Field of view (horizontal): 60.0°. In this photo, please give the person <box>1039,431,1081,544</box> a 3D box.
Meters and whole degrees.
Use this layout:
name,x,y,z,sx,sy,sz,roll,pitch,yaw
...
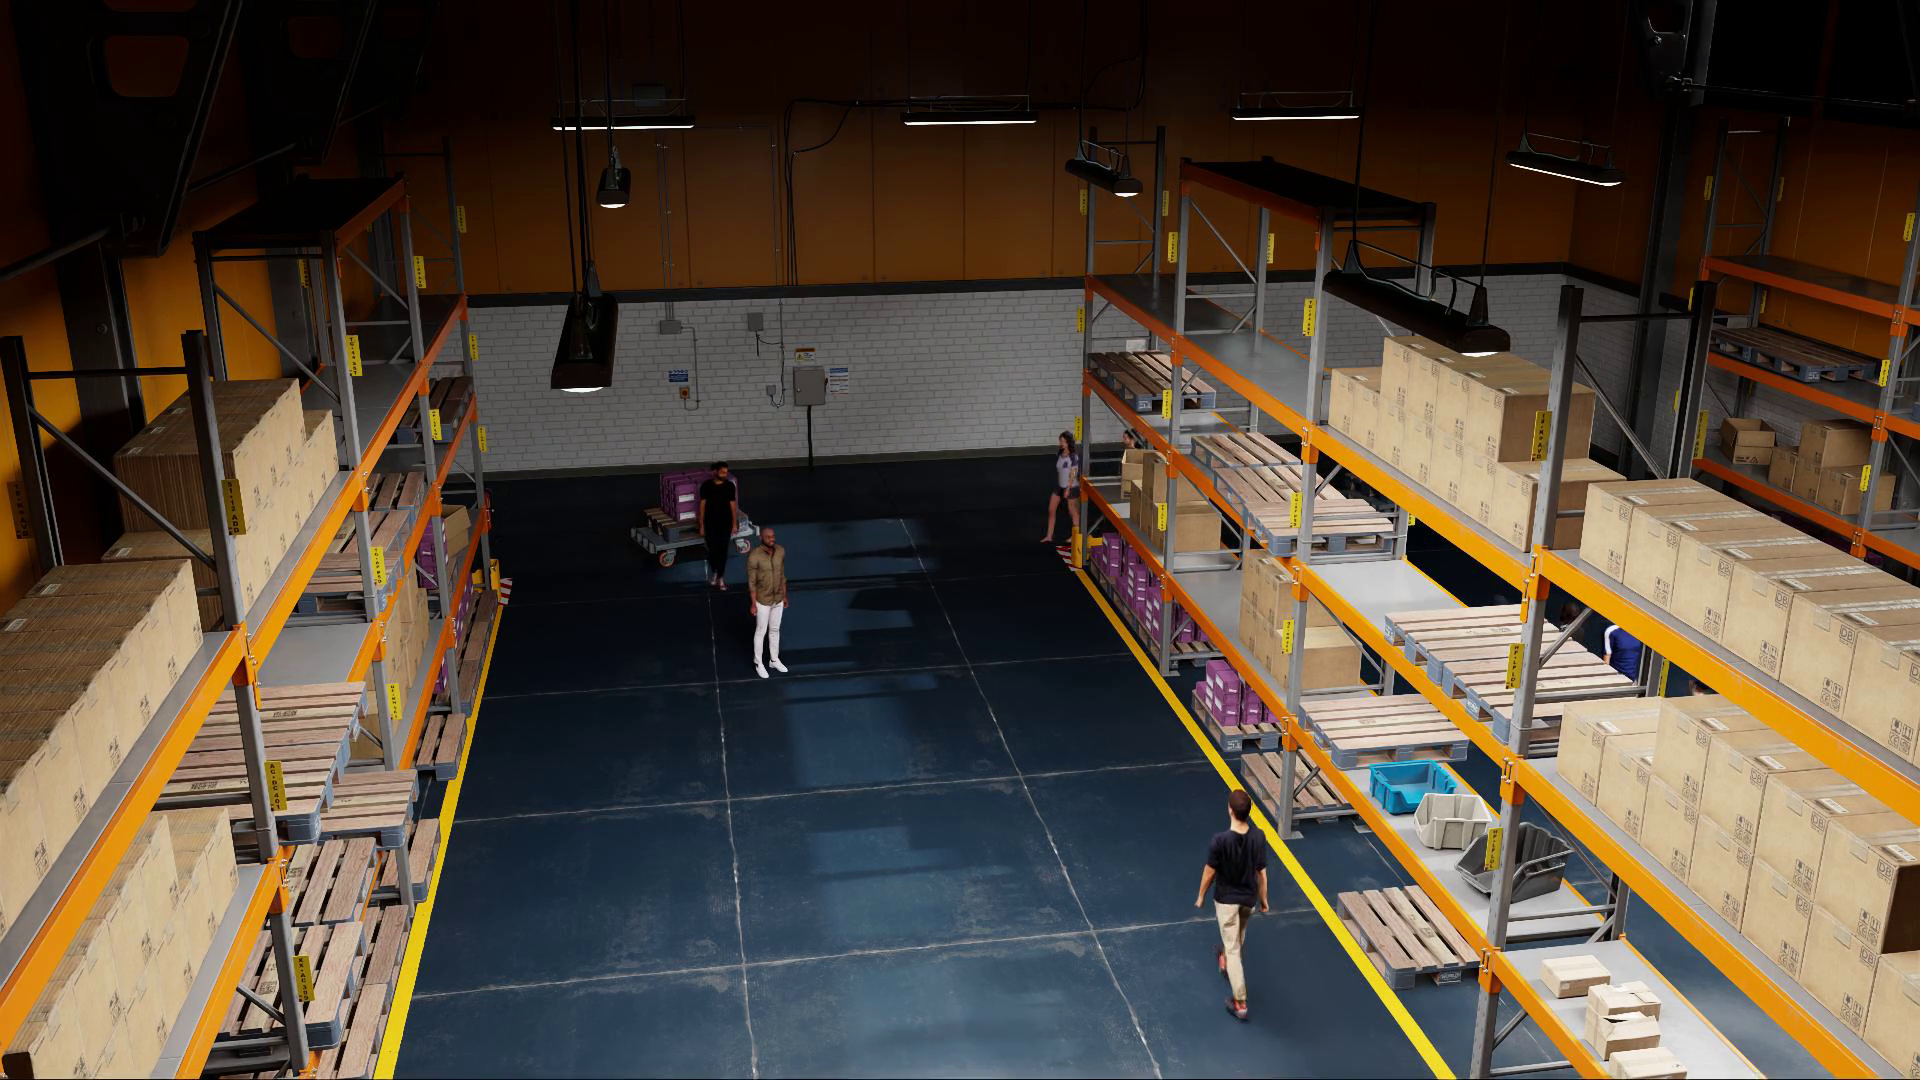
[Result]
name,x,y,z,sx,sy,sz,roll,pitch,yaw
person,1.623,-0.761,24.060,0.895,1.683,0.905,-15,24,-37

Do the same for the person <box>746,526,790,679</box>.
name,x,y,z,sx,sy,sz,roll,pitch,yaw
person,-2.253,0.691,19.523,0.802,1.825,0.791,-17,25,-41

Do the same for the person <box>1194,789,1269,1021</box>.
name,x,y,z,sx,sy,sz,roll,pitch,yaw
person,2.205,2.884,13.026,0.776,1.816,1.130,-6,19,-17

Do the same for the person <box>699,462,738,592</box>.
name,x,y,z,sx,sy,sz,roll,pitch,yaw
person,-3.250,-0.210,22.357,0.674,1.723,0.759,-1,19,-4

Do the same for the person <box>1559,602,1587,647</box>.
name,x,y,z,sx,sy,sz,roll,pitch,yaw
person,6.272,1.540,17.109,0.948,1.758,1.283,-10,21,-28
